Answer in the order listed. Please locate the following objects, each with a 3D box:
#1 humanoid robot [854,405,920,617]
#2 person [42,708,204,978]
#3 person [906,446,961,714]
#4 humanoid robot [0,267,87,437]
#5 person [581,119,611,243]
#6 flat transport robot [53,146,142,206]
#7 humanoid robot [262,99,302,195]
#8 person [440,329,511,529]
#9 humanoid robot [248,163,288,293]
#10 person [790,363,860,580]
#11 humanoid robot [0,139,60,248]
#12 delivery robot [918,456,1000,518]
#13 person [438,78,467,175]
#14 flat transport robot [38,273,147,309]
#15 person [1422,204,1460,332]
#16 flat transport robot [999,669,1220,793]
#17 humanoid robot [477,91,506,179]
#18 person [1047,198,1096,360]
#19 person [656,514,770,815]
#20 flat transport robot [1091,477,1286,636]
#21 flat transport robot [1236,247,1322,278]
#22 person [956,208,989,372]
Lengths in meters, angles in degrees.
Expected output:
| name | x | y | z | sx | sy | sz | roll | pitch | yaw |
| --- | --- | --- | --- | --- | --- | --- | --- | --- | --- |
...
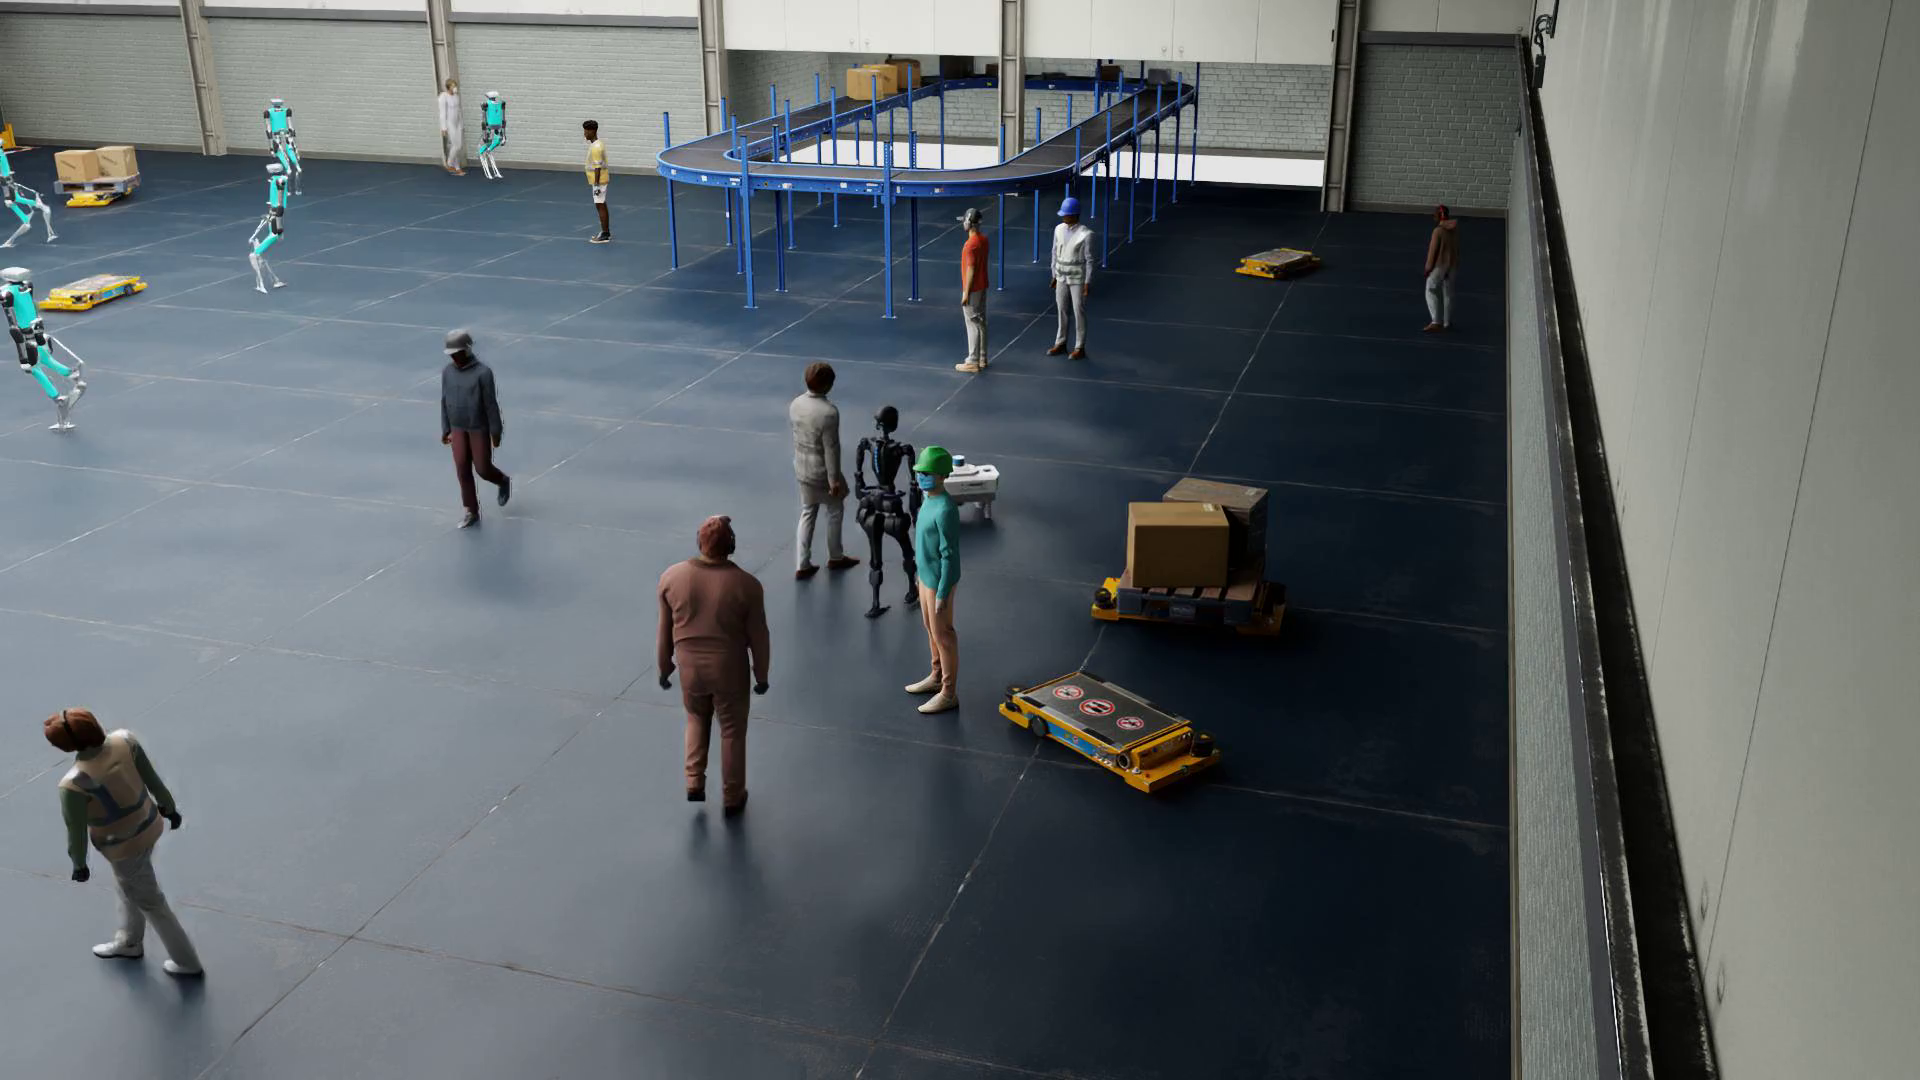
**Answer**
| name | x | y | z | sx | sy | sz | roll | pitch | yaw |
| --- | --- | --- | --- | --- | --- | --- | --- | --- | --- |
| humanoid robot | -0.555 | -0.257 | 12.918 | 0.597 | 1.639 | 0.678 | 11 | 24 | 26 |
| person | -4.258 | 1.522 | 8.378 | 0.709 | 1.592 | 0.572 | 2 | 21 | 6 |
| person | -0.170 | 0.257 | 11.271 | 0.339 | 1.878 | 0.526 | -6 | 22 | -14 |
| humanoid robot | -9.348 | -1.868 | 17.140 | 0.705 | 1.899 | 0.543 | -1 | 21 | -3 |
| person | -5.858 | -5.800 | 26.880 | 0.372 | 1.958 | 0.600 | -3 | 21 | -8 |
| flat transport robot | -15.904 | -6.390 | 30.752 | 0.659 | 0.231 | 1.431 | -3 | 21 | -7 |
| humanoid robot | -12.604 | -7.345 | 31.154 | 0.728 | 1.757 | 0.530 | 20 | 29 | 41 |
| person | -4.298 | -1.019 | 14.720 | 0.559 | 1.783 | 0.601 | 5 | 22 | 13 |
| humanoid robot | -9.883 | -4.401 | 23.560 | 0.867 | 1.780 | 0.590 | -11 | 24 | -26 |
| person | -1.140 | -0.572 | 13.525 | 0.560 | 1.805 | 0.608 | 14 | 25 | 33 |
| humanoid robot | -14.957 | -5.532 | 26.604 | 1.048 | 1.786 | 0.542 | -8 | 22 | -19 |
| delivery robot | -0.026 | -0.470 | 14.988 | 0.741 | 0.587 | 0.525 | -4 | 21 | -10 |
| person | -10.137 | -8.276 | 33.346 | 0.453 | 1.922 | 0.642 | 5 | 22 | 13 |
| flat transport robot | -12.053 | -3.453 | 23.134 | 0.659 | 0.231 | 1.431 | 3 | 21 | 9 |
| person | 6.224 | -3.479 | 21.307 | 0.619 | 1.636 | 0.324 | -11 | 24 | -27 |
| flat transport robot | 0.968 | 1.230 | 10.987 | 0.659 | 0.231 | 1.431 | -17 | 27 | -36 |
| humanoid robot | -9.210 | -7.922 | 32.499 | 0.735 | 1.677 | 0.533 | 17 | 27 | 37 |
| person | 1.342 | -3.147 | 20.018 | 0.603 | 1.941 | 0.398 | 19 | 28 | 40 |
| person | -1.465 | 0.764 | 9.958 | 0.685 | 1.884 | 0.433 | 3 | 21 | 7 |
| flat transport robot | 1.791 | 0.475 | 12.944 | 1.431 | 0.231 | 0.659 | 6 | 22 | 14 |
| flat transport robot | 4.792 | -4.155 | 24.955 | 0.659 | 0.231 | 1.431 | 17 | 27 | 37 |
| person | 0.134 | -2.929 | 19.496 | 0.393 | 1.910 | 0.480 | 9 | 23 | 22 |
